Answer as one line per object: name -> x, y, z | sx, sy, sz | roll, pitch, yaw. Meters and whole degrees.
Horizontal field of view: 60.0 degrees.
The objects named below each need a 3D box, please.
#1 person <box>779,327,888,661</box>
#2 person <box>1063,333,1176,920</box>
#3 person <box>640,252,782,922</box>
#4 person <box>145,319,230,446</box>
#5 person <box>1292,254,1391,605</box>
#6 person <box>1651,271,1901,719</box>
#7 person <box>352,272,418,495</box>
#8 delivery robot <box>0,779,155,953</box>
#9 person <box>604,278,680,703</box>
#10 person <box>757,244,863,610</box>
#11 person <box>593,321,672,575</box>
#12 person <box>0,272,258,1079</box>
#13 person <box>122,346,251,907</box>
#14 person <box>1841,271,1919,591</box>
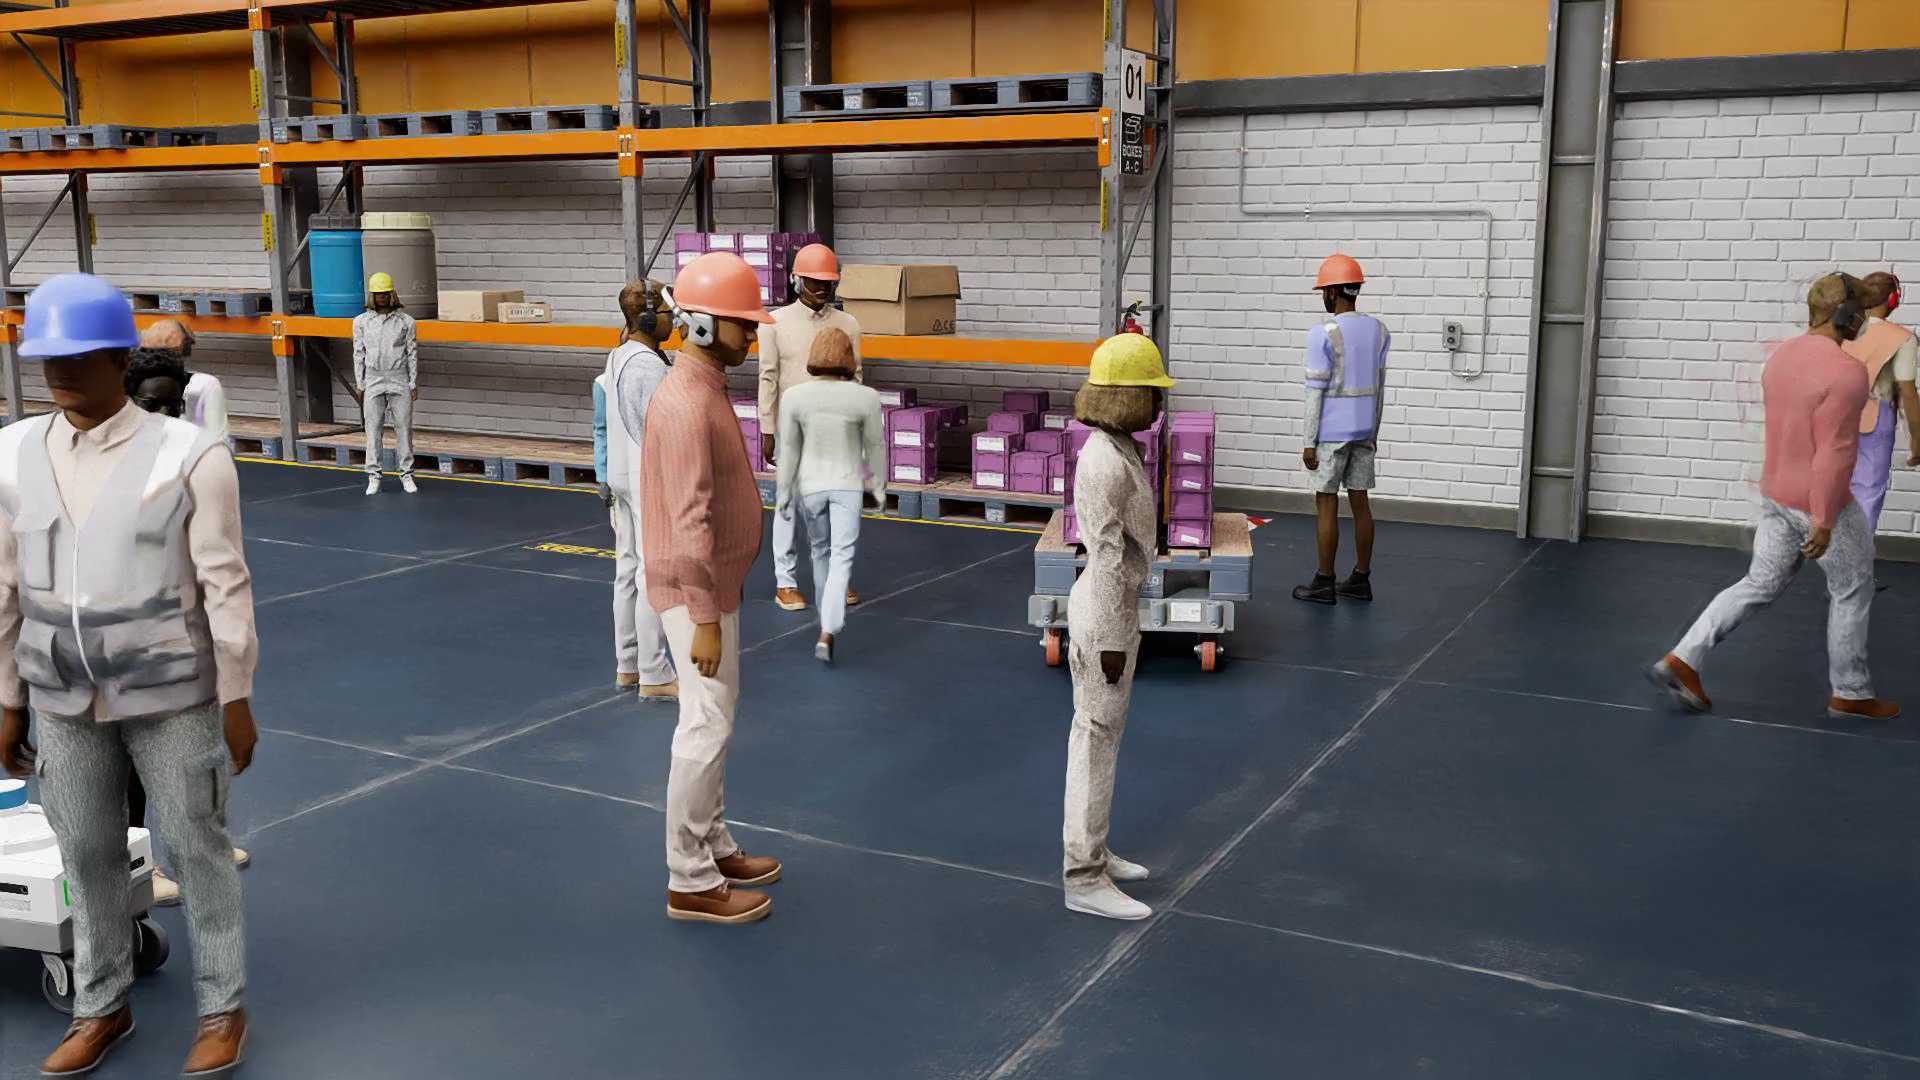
person -> -0.624, -0.229, 8.070 | 0.526, 1.595, 0.813 | 1, 10, 7
person -> 0.474, 0.251, 5.014 | 0.320, 1.742, 0.492 | 1, 10, 6
person -> -0.732, 0.152, 4.921 | 0.411, 1.979, 0.631 | -1, 10, -5
person -> -3.806, -0.262, 8.136 | 0.541, 1.623, 0.377 | 1, 10, 4
person -> 2.089, -0.602, 9.186 | 0.545, 1.928, 0.390 | -6, 12, -28
person -> 3.461, -0.165, 6.912 | 0.986, 1.898, 0.638 | -1, 10, -4
person -> -4.522, -1.230, 13.134 | 0.486, 1.744, 0.294 | -4, 11, -20
delivery robot -> -2.560, 0.892, 4.499 | 0.707, 0.478, 0.477 | 3, 11, 15
person -> -1.364, -0.214, 7.279 | 0.329, 1.844, 0.518 | -7, 12, -32
person -> -0.798, -0.609, 9.069 | 0.613, 1.986, 0.407 | -5, 12, -26
person -> -1.594, -0.311, 8.406 | 0.523, 1.631, 0.315 | -6, 12, -31
person -> -1.988, 0.345, 3.943 | 0.616, 1.945, 0.397 | 0, 10, 0
person -> -2.458, 0.251, 5.130 | 0.322, 1.699, 0.535 | 3, 11, 17
person -> 5.161, -0.611, 9.494 | 0.448, 1.826, 0.604 | -4, 11, -22
